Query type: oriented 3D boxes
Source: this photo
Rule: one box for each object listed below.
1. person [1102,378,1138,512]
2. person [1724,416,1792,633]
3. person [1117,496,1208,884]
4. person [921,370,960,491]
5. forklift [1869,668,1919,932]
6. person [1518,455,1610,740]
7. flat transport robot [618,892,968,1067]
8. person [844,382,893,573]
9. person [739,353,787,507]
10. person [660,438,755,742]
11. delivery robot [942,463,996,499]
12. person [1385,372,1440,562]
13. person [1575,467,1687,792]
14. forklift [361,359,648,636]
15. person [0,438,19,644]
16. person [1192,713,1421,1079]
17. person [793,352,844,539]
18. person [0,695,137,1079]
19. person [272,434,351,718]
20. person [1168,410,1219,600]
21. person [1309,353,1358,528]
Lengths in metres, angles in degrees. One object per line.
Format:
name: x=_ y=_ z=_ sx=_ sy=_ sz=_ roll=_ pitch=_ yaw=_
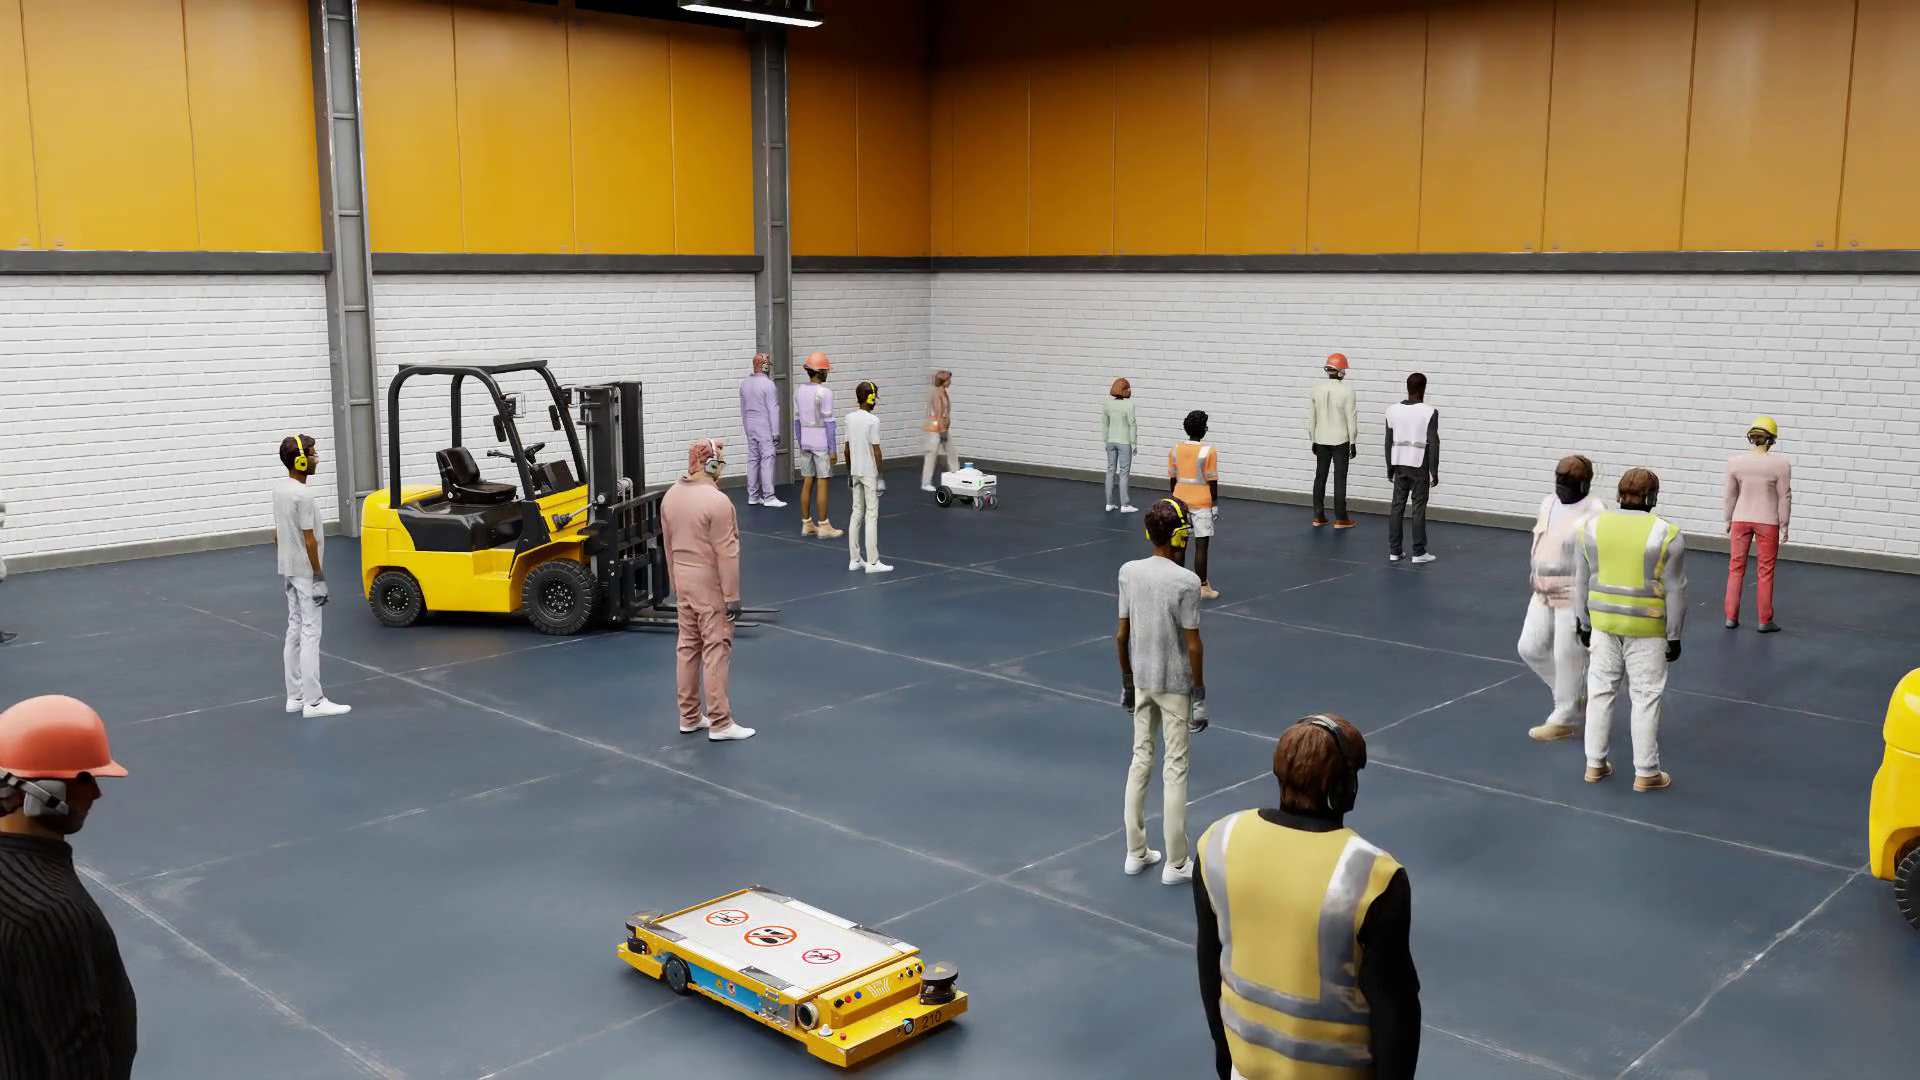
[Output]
person: x=1.949 y=-1.152 z=20.219 sx=0.497 sy=1.633 sz=0.283 roll=9 pitch=13 yaw=43
person: x=6.490 y=-0.126 z=13.549 sx=0.522 sy=1.761 sz=0.321 roll=9 pitch=13 yaw=43
person: x=0.988 y=0.720 z=8.023 sx=0.510 sy=1.872 sz=0.329 roll=9 pitch=13 yaw=43
person: x=-0.162 y=-1.434 z=22.005 sx=0.755 sy=1.608 sz=0.539 roll=2 pitch=9 yaw=12
forklift: x=5.205 y=0.723 z=7.013 sx=2.313 sy=2.155 sz=1.214 roll=9 pitch=13 yaw=43
person: x=3.759 y=0.368 z=10.325 sx=0.431 sy=1.823 sz=0.653 roll=-2 pitch=10 yaw=-14
flat transport robot: x=-0.708 y=1.722 z=6.767 sx=1.431 sy=0.197 sz=0.652 roll=9 pitch=13 yaw=43
person: x=-0.908 y=-0.613 z=16.216 sx=0.510 sy=1.865 sz=0.329 roll=9 pitch=13 yaw=43
person: x=-2.440 y=-1.360 z=20.663 sx=0.639 sy=1.909 sz=0.409 roll=9 pitch=13 yaw=43
person: x=-1.578 y=0.310 z=10.444 sx=0.639 sy=1.903 sz=0.409 roll=9 pitch=13 yaw=43
delivery robot: x=0.111 y=-0.710 z=20.525 sx=0.707 sy=0.478 sz=0.477 roll=9 pitch=13 yaw=43
person: x=4.550 y=-0.728 z=16.766 sx=0.589 sy=1.915 sz=0.393 roll=9 pitch=13 yaw=43
person: x=3.811 y=0.503 z=9.455 sx=0.623 sy=1.839 sz=0.429 roll=9 pitch=13 yaw=43
forklift: x=-3.850 y=-0.407 z=13.936 sx=2.313 sy=2.155 sz=1.214 roll=2 pitch=9 yaw=11
person: x=-7.710 y=-0.066 z=13.014 sx=0.478 sy=1.811 sz=0.617 roll=-6 pitch=11 yaw=-32
person: x=0.901 y=1.345 z=4.277 sx=0.623 sy=1.844 sz=0.429 roll=9 pitch=13 yaw=43
person: x=-1.558 y=-1.038 z=18.271 sx=0.605 sy=2.044 sz=0.375 roll=9 pitch=13 yaw=43
person: x=-2.081 y=1.339 z=3.869 sx=0.608 sy=1.987 sz=0.388 roll=9 pitch=13 yaw=43
person: x=-4.323 y=0.236 z=10.992 sx=0.510 sy=1.872 sz=0.329 roll=9 pitch=13 yaw=43
person: x=2.096 y=-0.312 z=14.878 sx=0.532 sy=1.696 sz=0.319 roll=9 pitch=13 yaw=43
person: x=4.272 y=-1.133 z=19.003 sx=0.608 sy=1.995 sz=0.377 roll=9 pitch=13 yaw=43
